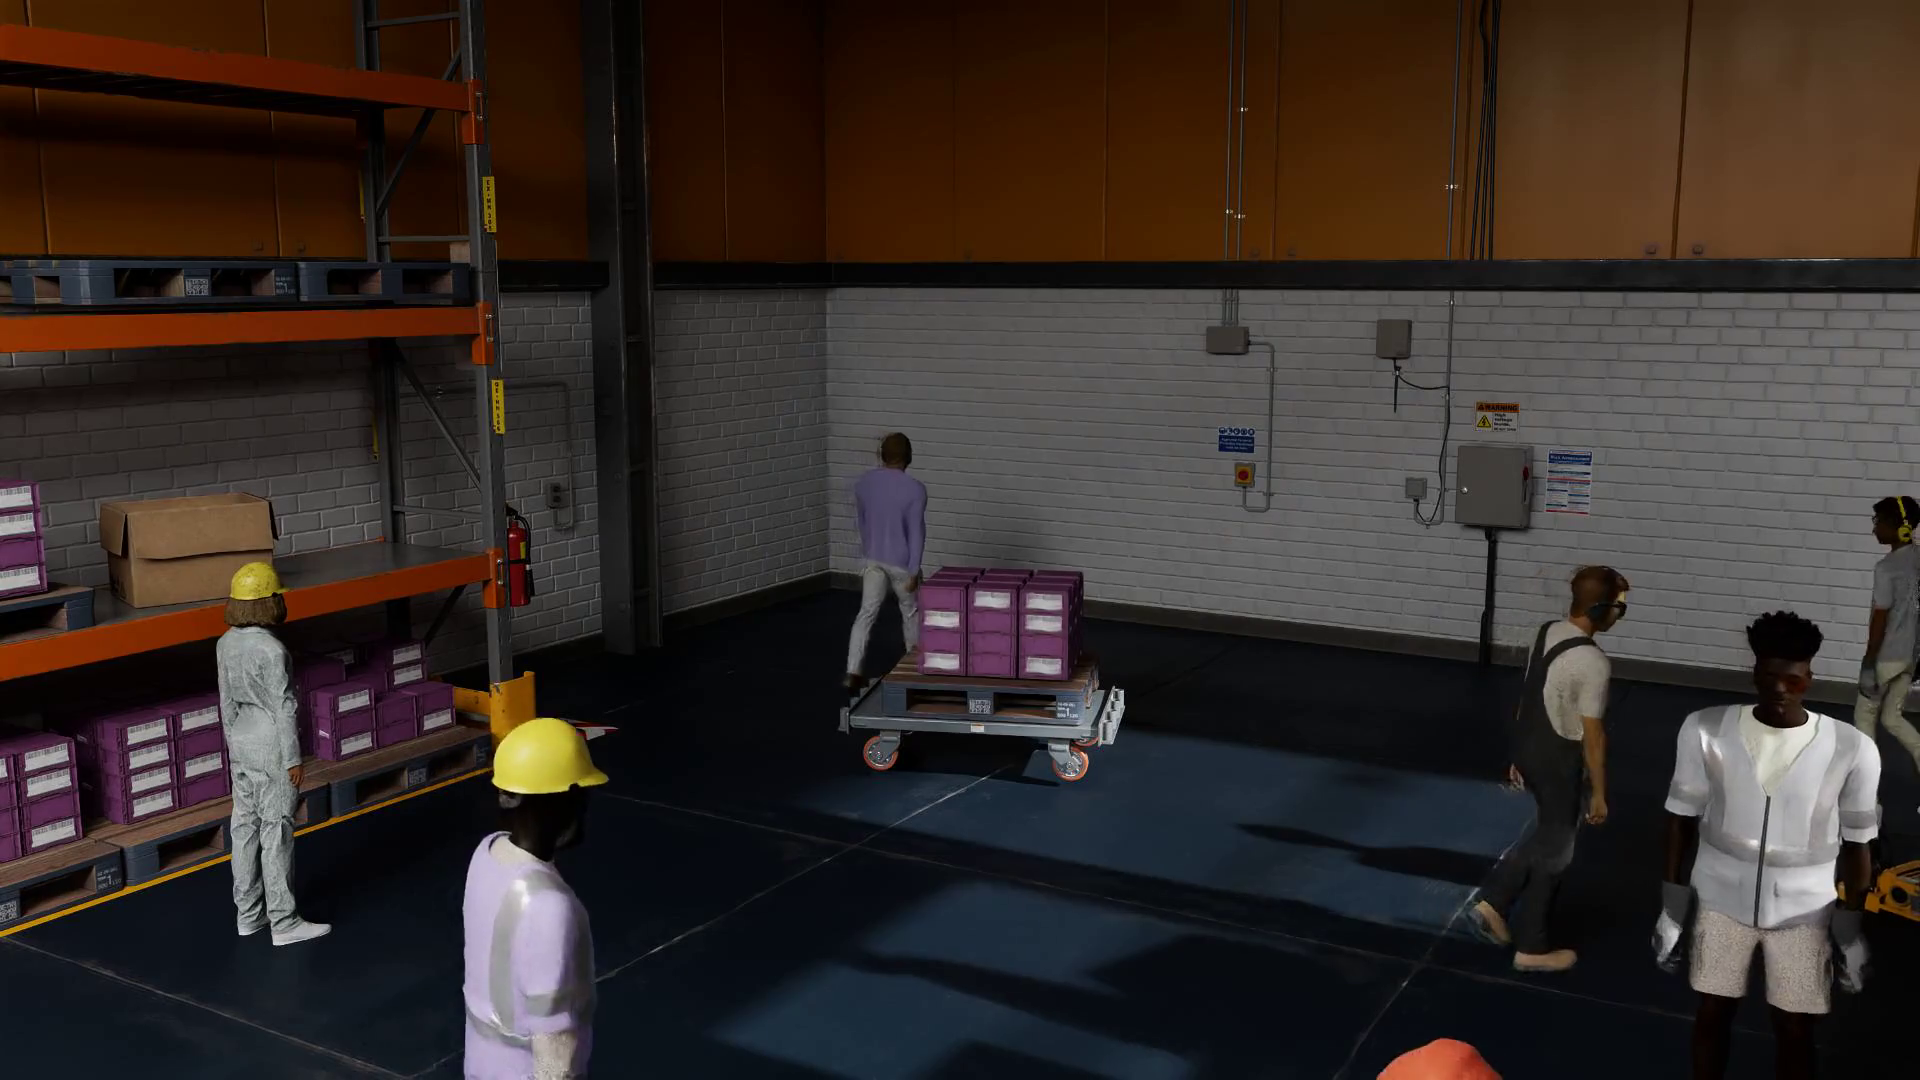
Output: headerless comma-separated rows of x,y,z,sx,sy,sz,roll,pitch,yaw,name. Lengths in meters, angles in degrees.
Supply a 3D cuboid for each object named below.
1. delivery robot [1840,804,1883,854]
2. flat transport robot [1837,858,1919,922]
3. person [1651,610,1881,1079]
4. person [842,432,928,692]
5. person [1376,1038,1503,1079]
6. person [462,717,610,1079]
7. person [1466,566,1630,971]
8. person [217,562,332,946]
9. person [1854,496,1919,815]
4.232,1.371,8.396,0.477,0.478,0.707,-6,11,-33,delivery robot
4.835,1.701,7.512,0.652,0.197,1.431,-5,10,-29,flat transport robot
2.643,1.186,5.455,0.641,1.963,0.364,5,11,31,person
-0.523,0.159,12.139,0.646,1.898,1.034,5,10,28,person
0.711,1.673,2.579,0.560,1.904,0.794,5,11,31,person
-1.172,1.403,4.311,0.706,1.908,0.591,-5,10,-30,person
2.556,0.996,7.113,0.470,1.814,0.565,-1,9,-8,person
-3.143,0.960,7.552,0.484,1.744,0.296,6,11,33,person
5.185,0.650,9.223,0.550,1.829,0.654,-4,10,-24,person
